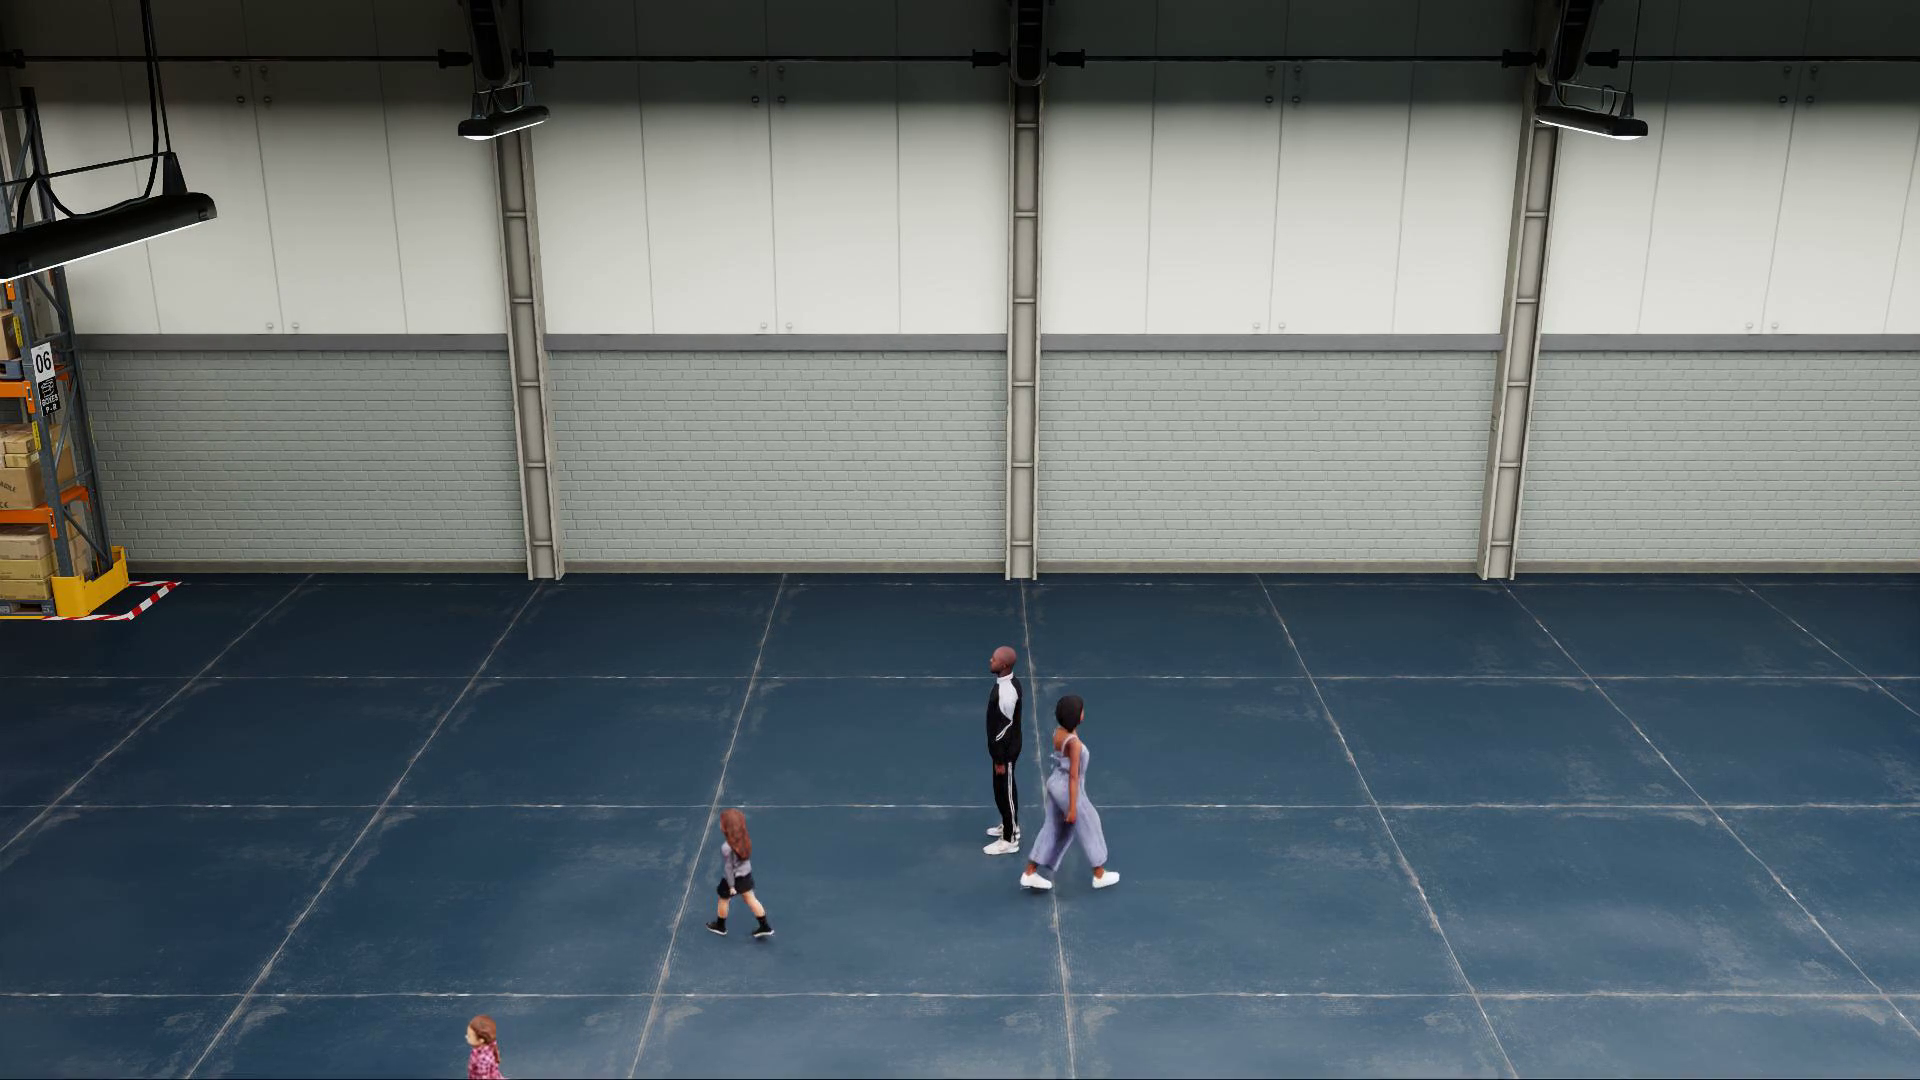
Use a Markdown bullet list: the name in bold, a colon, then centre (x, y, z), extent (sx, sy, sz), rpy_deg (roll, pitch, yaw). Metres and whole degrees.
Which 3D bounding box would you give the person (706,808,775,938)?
- **person**: centre (-1.663, 2.572, 12.771), extent (0.848, 1.083, 0.682), rpy_deg (9, 20, 25)

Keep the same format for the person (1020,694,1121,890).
- **person**: centre (0.779, 2.078, 13.376), extent (1.138, 1.648, 0.858), rpy_deg (-5, 19, -14)

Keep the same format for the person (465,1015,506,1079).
- **person**: centre (-2.878, 3.405, 10.330), extent (0.741, 1.011, 0.473), rpy_deg (-2, 18, -6)

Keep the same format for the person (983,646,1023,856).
- **person**: centre (0.396, 1.752, 14.092), extent (0.558, 1.825, 0.671), rpy_deg (1, 18, 5)
